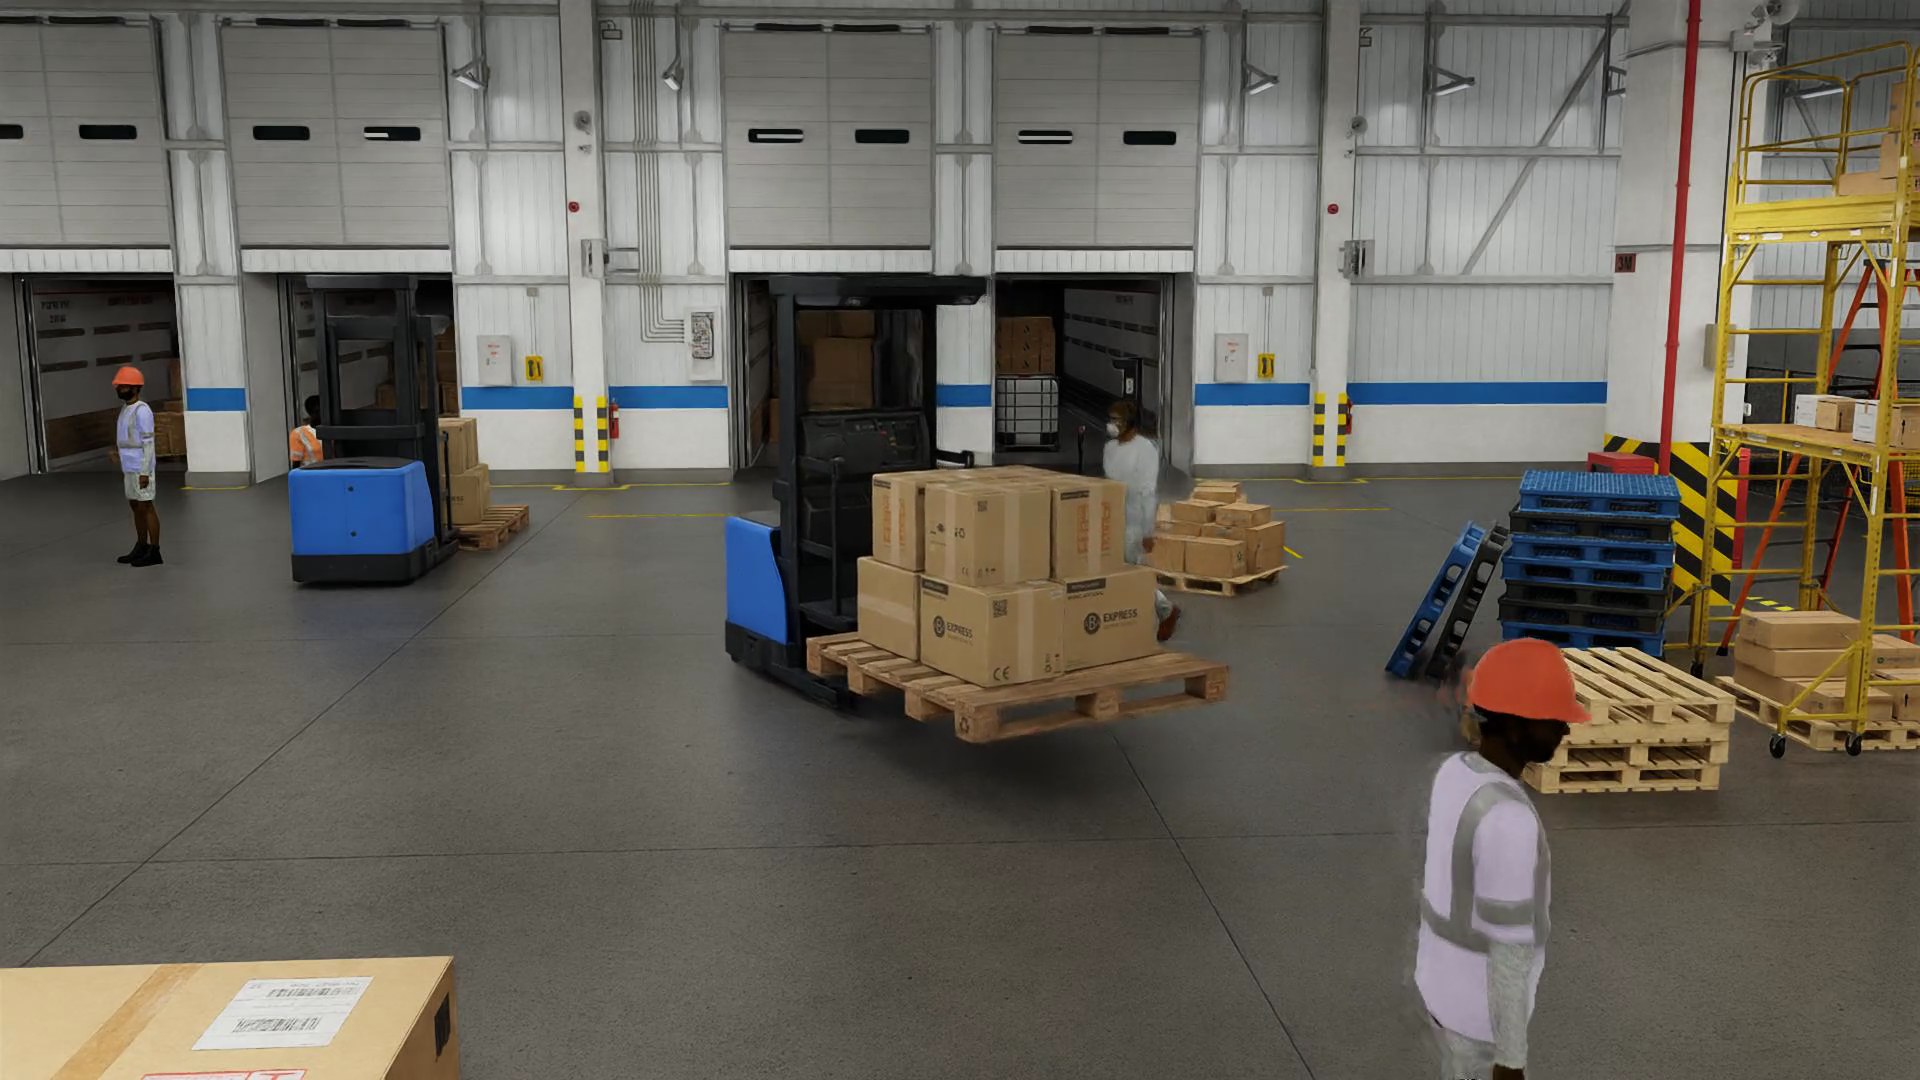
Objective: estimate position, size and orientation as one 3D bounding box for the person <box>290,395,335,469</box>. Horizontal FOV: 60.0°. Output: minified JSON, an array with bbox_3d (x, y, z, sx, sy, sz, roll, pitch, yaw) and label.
[{"bbox_3d":[-6.079,-0.534,15.796,0.318,1.697,0.540,9,13,44],"label":"person"}]

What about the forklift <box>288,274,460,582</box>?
[{"bbox_3d":[-5.554,-1.101,15.662,1.129,2.768,1.873,-1,9,-4],"label":"forklift"}]

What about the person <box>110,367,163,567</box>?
[{"bbox_3d":[-8.011,-0.711,16.153,0.545,1.942,0.352,8,12,41],"label":"person"}]

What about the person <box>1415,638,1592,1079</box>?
[{"bbox_3d":[1.300,1.187,4.363,0.757,1.915,0.593,0,9,1],"label":"person"}]

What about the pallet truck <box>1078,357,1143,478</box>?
[{"bbox_3d":[2.088,-0.836,16.757,1.885,1.965,0.823,2,9,13],"label":"pallet truck"}]

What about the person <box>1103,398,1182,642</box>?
[{"bbox_3d":[1.296,-0.109,12.436,0.620,1.919,0.644,-4,10,-26],"label":"person"}]

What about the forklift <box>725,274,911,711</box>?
[{"bbox_3d":[-0.816,-0.435,11.480,1.129,2.768,1.873,-6,11,-31],"label":"forklift"}]
